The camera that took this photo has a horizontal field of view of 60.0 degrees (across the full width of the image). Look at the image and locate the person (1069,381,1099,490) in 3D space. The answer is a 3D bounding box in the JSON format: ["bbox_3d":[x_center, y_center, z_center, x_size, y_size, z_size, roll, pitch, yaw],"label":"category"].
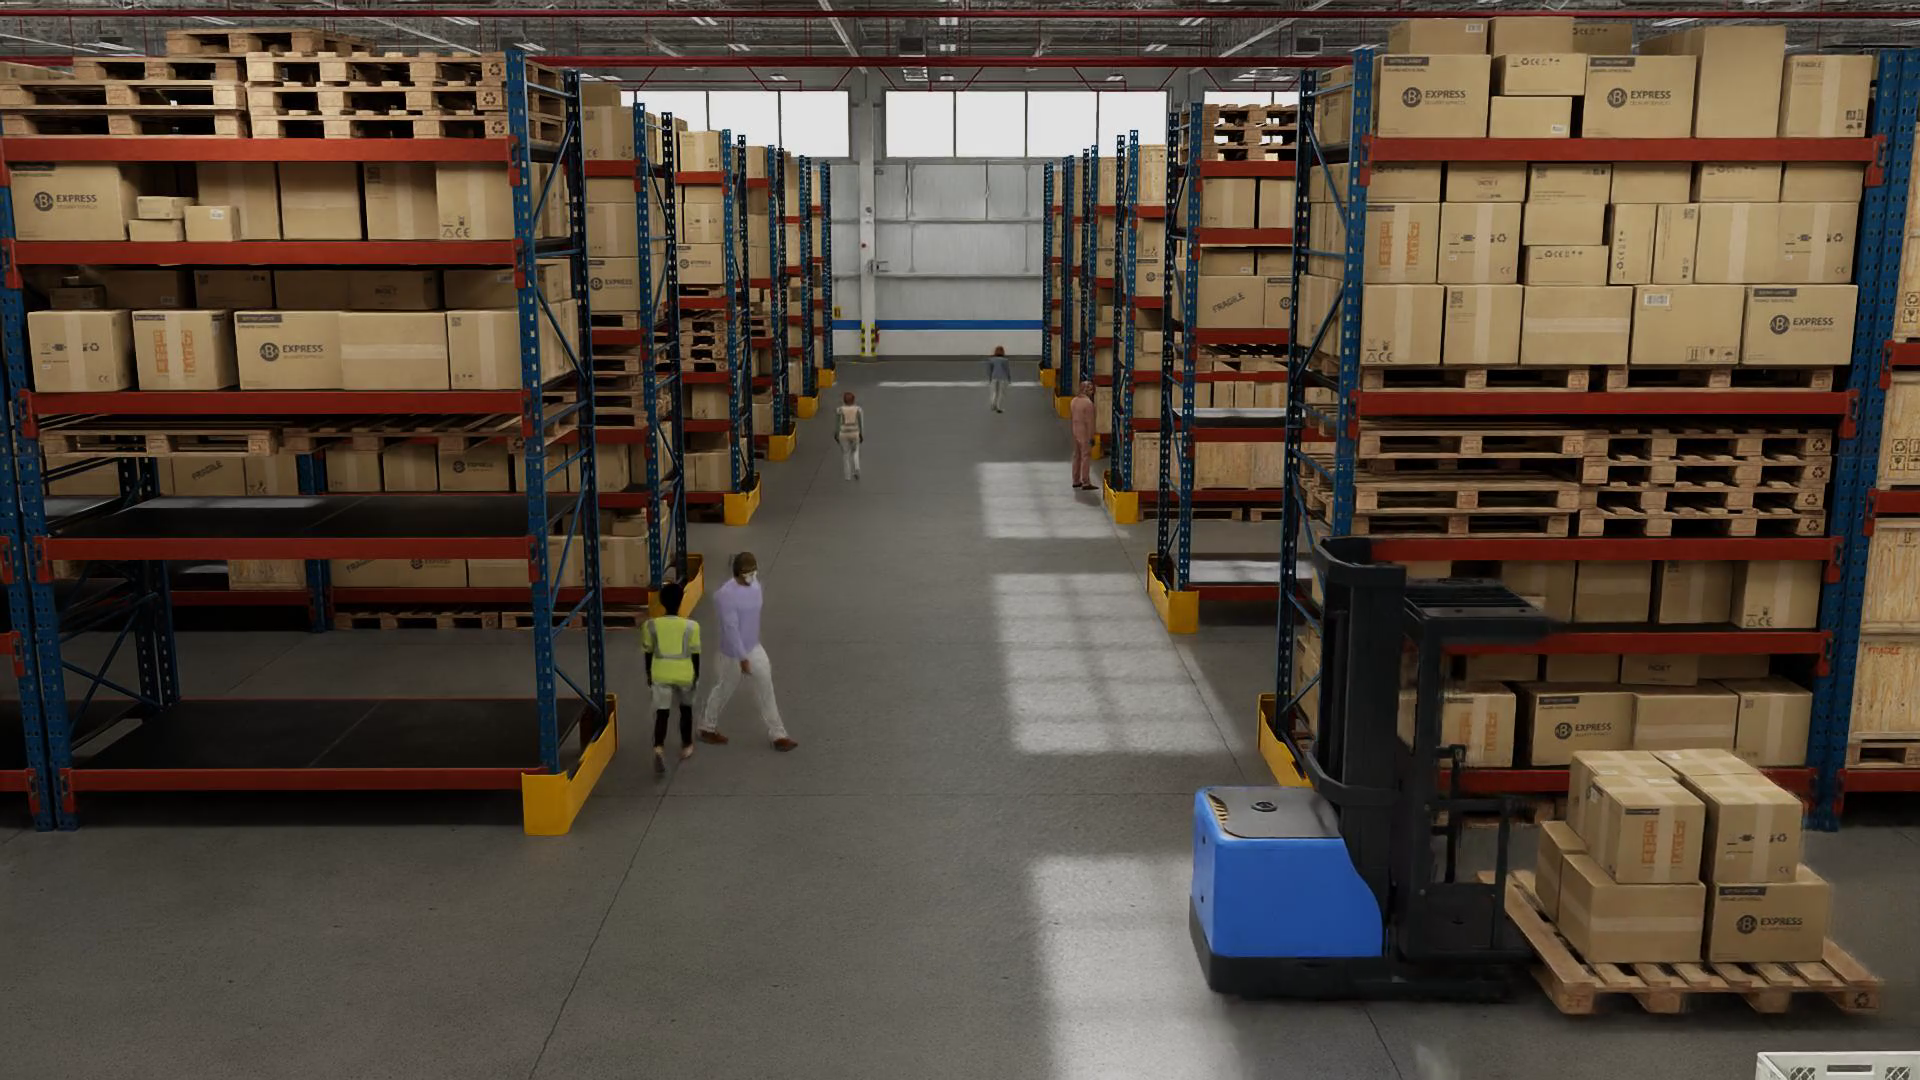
[{"bbox_3d":[2.196,-1.841,29.262,0.402,1.904,0.638,-6,13,-28],"label":"person"}]

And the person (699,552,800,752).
[{"bbox_3d":[-1.990,1.014,15.215,1.016,1.880,0.616,8,14,34],"label":"person"}]

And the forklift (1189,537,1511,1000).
[{"bbox_3d":[2.499,1.421,10.659,1.873,2.768,1.129,0,11,-1],"label":"forklift"}]

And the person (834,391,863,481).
[{"bbox_3d":[-2.041,-1.900,30.285,0.518,1.613,0.729,-3,12,-12],"label":"person"}]

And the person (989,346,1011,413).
[{"bbox_3d":[0.963,-3.850,39.918,0.513,1.620,0.367,5,13,25],"label":"person"}]

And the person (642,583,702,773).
[{"bbox_3d":[-2.547,1.213,14.706,0.537,1.666,0.761,0,11,0],"label":"person"}]
